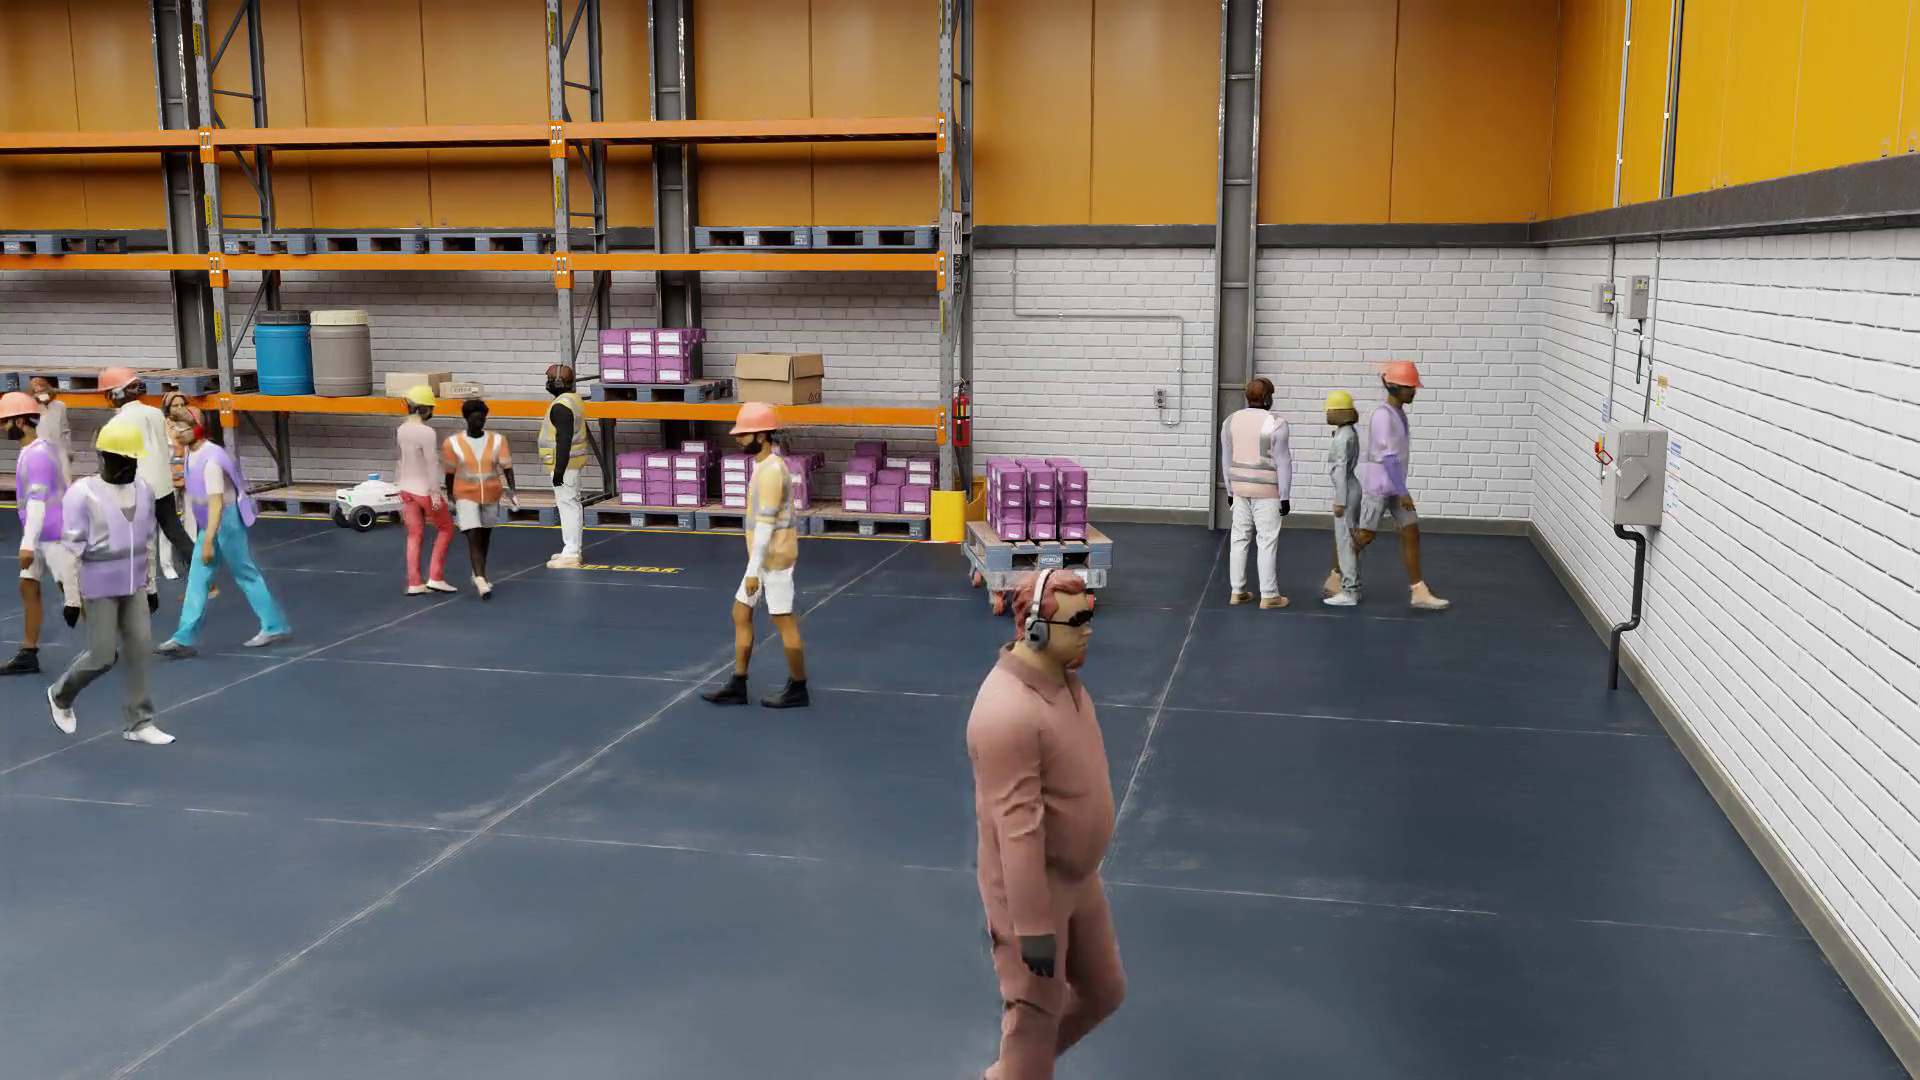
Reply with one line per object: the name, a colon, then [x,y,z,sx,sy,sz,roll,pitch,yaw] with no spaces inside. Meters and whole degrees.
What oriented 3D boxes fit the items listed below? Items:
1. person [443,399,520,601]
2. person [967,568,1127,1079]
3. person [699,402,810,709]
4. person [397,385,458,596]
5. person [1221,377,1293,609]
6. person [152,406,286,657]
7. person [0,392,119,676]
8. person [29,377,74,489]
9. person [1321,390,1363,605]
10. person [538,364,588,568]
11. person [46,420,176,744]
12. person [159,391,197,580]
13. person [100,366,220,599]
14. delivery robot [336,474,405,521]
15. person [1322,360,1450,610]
person: [-3.947,-0.342,13.690,0.547,1.637,0.895,-5,11,-29]
person: [0.260,1.017,4.924,0.430,1.891,0.652,4,10,23]
person: [-1.301,0.116,10.194,0.808,1.908,0.578,-2,10,-11]
person: [-4.397,-0.404,13.750,0.558,1.746,0.458,7,12,38]
person: [2.391,-0.374,13.306,0.625,1.846,0.429,9,13,43]
person: [-5.224,-0.052,11.626,1.006,1.764,0.571,-9,13,-43]
person: [-6.120,-0.041,11.202,0.794,1.892,0.667,-8,13,-41]
person: [-9.301,-0.866,16.926,0.471,1.600,0.545,5,11,27]
person: [3.095,-0.347,13.491,0.391,1.726,0.490,3,10,19]
person: [-3.593,-0.670,15.065,0.429,1.844,0.626,-1,10,-5]
person: [-4.890,0.250,9.486,0.735,1.895,0.598,4,10,20]
person: [-6.838,-0.489,14.580,0.315,1.641,0.515,7,12,34]
person: [-6.419,-0.393,13.150,0.575,1.947,0.818,2,10,13]
delivery robot: [-6.067,-0.441,17.233,0.707,0.478,0.477,-9,13,-44]
person: [3.396,-0.445,13.290,1.014,1.993,0.599,7,12,35]
